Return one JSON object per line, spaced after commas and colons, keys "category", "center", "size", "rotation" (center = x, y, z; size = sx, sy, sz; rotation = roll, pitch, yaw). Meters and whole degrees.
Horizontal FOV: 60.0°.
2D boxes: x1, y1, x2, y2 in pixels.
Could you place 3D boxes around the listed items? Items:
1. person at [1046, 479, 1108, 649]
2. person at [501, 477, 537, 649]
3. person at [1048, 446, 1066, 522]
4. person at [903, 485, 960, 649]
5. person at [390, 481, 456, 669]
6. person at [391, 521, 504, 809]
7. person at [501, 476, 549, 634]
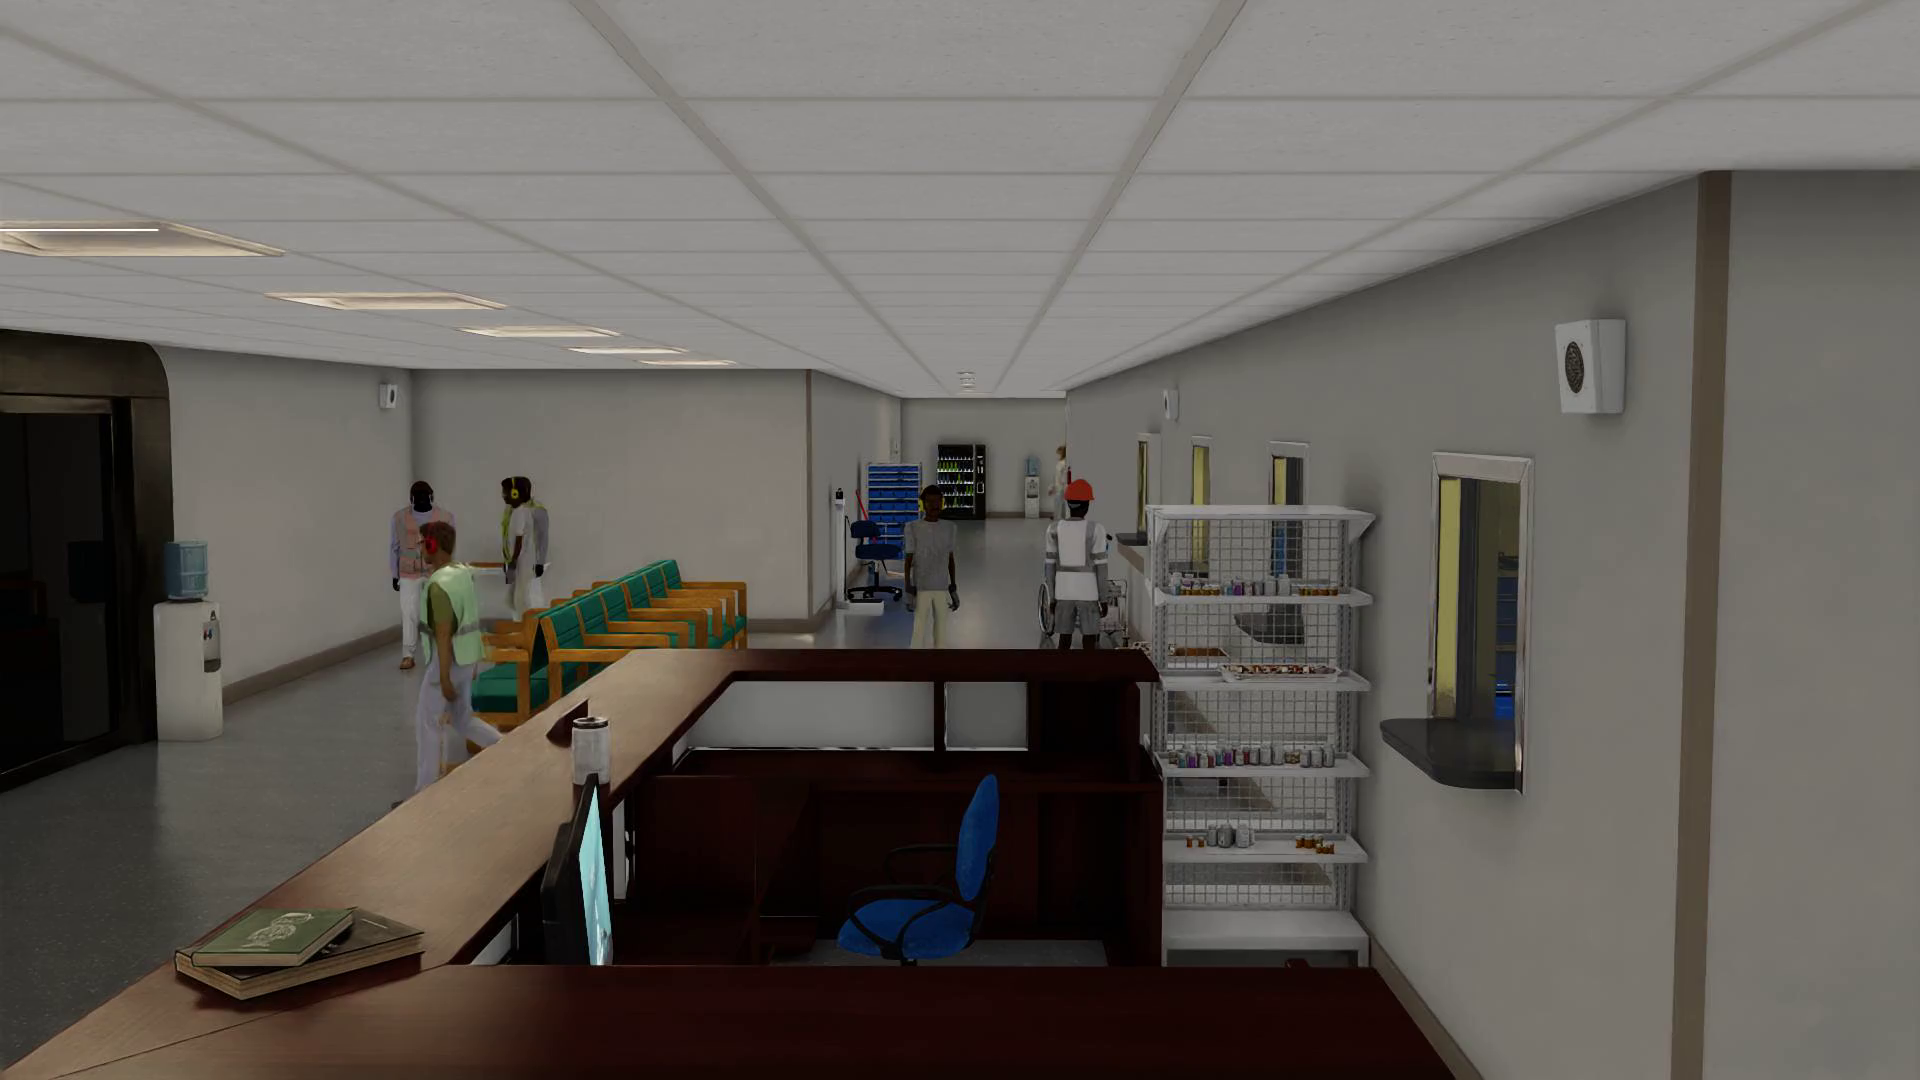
{"category": "person", "center": [0.993, 0.458, 13.961], "size": [0.542, 1.939, 0.364], "rotation": [2, 4, 25]}
{"category": "person", "center": [-4.535, 0.274, 17.216], "size": [0.466, 1.849, 0.497], "rotation": [-2, 4, -21]}
{"category": "person", "center": [2.127, -1.040, 35.137], "size": [0.624, 1.911, 0.741], "rotation": [-1, 4, -9]}
{"category": "person", "center": [-0.246, 0.447, 14.596], "size": [0.528, 1.871, 0.323], "rotation": [-2, 5, -26]}
{"category": "person", "center": [-5.250, 0.342, 16.273], "size": [0.626, 1.844, 0.429], "rotation": [-1, 4, -14]}
{"category": "person", "center": [-3.092, 0.781, 10.334], "size": [0.802, 1.815, 0.566], "rotation": [0, 4, 1]}
{"category": "person", "center": [-4.681, 0.234, 17.794], "size": [0.634, 1.839, 0.429], "rotation": [3, 5, 36]}
